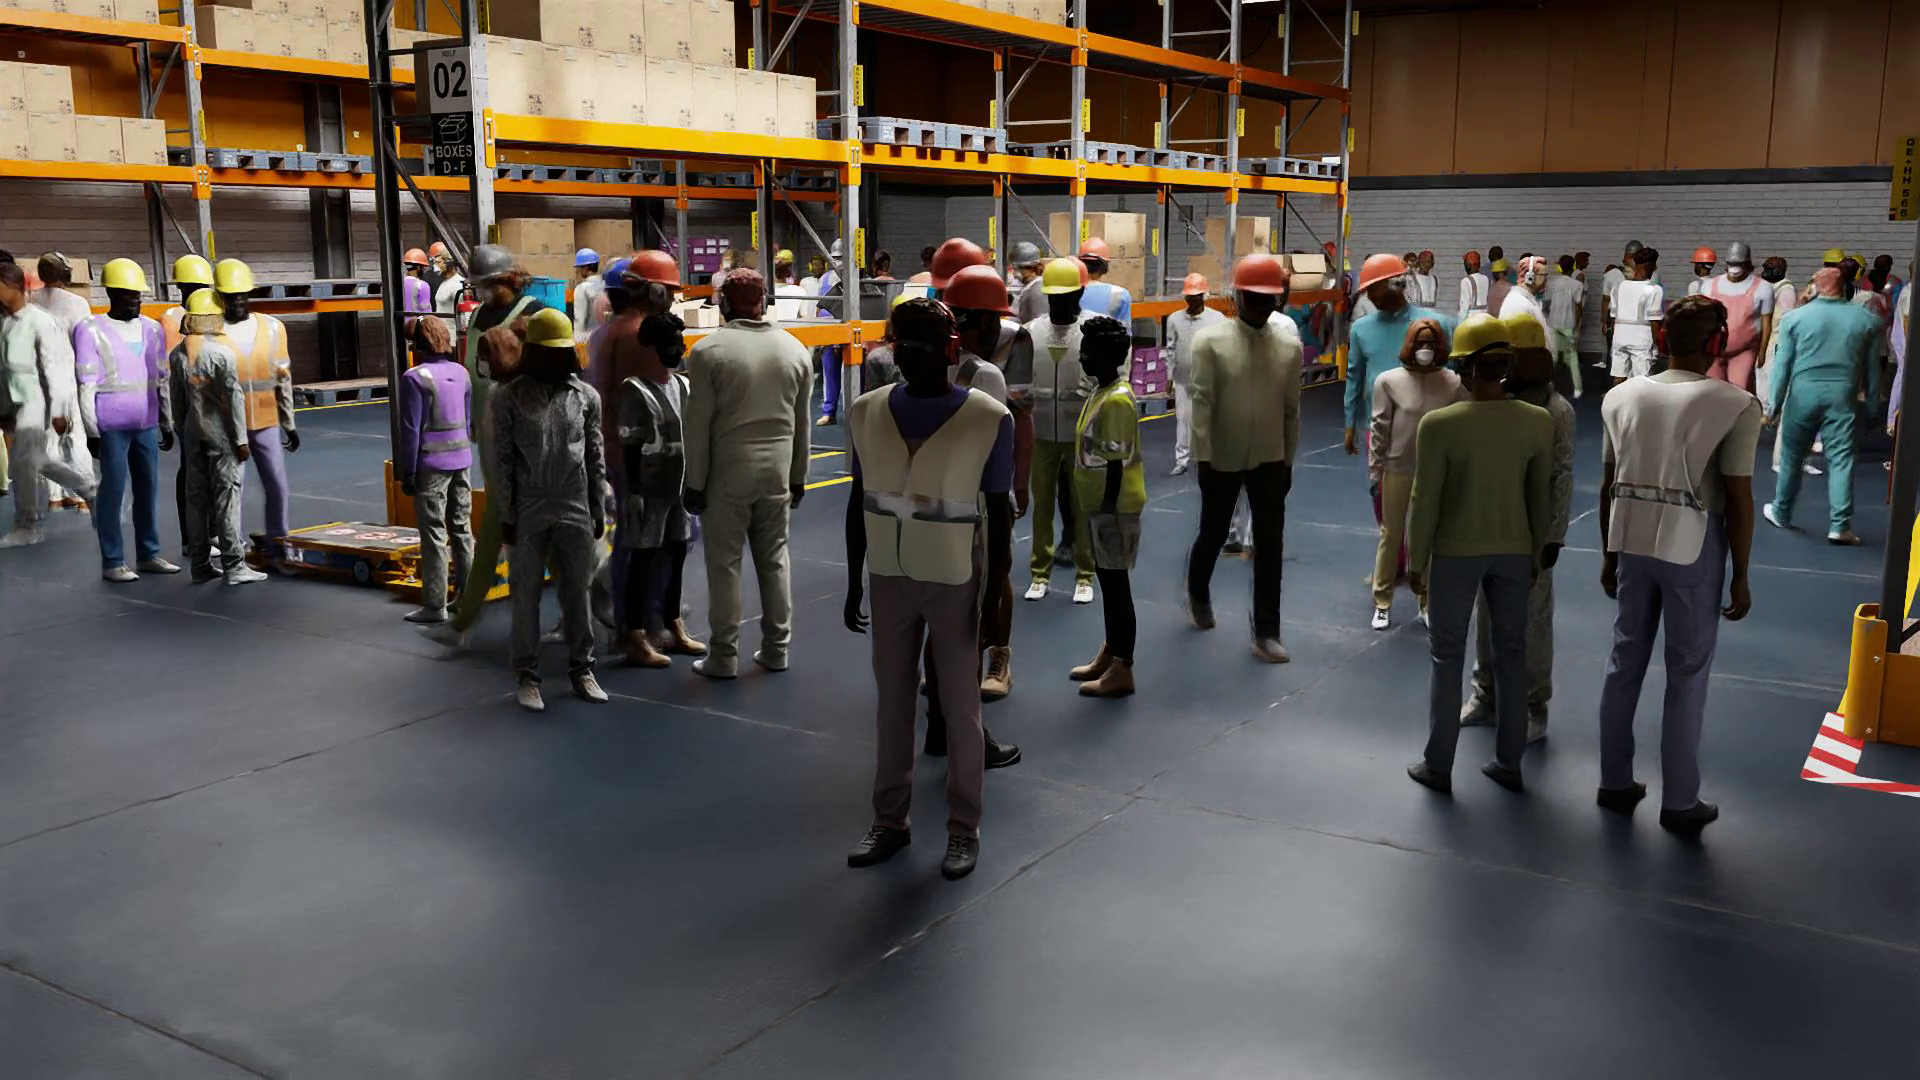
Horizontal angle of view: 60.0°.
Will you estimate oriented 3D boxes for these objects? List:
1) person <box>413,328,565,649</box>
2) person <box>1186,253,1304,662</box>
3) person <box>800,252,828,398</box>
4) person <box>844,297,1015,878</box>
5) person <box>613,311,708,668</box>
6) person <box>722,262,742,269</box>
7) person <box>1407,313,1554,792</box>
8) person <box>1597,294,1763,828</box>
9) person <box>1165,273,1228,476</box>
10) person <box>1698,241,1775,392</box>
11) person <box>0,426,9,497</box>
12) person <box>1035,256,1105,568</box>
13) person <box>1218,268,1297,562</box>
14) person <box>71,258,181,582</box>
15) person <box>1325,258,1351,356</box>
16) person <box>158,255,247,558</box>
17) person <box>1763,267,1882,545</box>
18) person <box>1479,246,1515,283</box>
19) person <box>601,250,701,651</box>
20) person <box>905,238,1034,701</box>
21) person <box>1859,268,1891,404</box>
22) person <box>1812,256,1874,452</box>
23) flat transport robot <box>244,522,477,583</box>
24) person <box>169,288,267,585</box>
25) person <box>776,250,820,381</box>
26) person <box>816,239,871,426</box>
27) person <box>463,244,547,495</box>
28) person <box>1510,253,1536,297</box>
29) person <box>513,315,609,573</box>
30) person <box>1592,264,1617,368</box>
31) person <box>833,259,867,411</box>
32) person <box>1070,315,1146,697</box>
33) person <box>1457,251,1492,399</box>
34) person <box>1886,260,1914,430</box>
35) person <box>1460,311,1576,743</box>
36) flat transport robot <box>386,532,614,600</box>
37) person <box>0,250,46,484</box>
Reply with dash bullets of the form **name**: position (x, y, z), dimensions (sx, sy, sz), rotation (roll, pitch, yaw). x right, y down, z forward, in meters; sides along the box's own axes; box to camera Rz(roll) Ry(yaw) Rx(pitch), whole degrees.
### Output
- **person**: position (-2.250, -0.238, 8.163), dimensions (0.856, 1.586, 0.511), rotation (-8, 13, -39)
- **person**: position (1.383, -0.430, 8.224), dimensions (0.605, 1.965, 0.874), rotation (-2, 10, -9)
- **person**: position (-1.797, -2.735, 21.269), dimensions (0.535, 1.867, 0.312), rotation (-1, 10, -3)
- **person**: position (-0.102, 0.148, 5.350), dimensions (0.567, 1.846, 0.389), rotation (4, 11, 20)
- **person**: position (-1.430, -0.242, 7.945), dimensions (0.320, 1.695, 0.535), rotation (6, 12, 29)
- **person**: position (-3.464, -3.421, 25.371), dimensions (0.320, 1.755, 0.559), rotation (-1, 10, -6)
- **person**: position (1.895, 0.055, 6.114), dimensions (0.527, 1.761, 0.340), rotation (-1, 10, -5)
- **person**: position (2.456, 0.078, 5.767), dimensions (0.388, 1.838, 0.561), rotation (-7, 12, -34)
- **person**: position (2.003, -1.401, 14.214), dimensions (0.566, 1.744, 0.350), rotation (6, 12, 32)
- **person**: position (7.400, -1.877, 16.028), dimensions (0.689, 2.000, 0.615), rotation (9, 13, 40)
- **person**: position (-7.707, -1.178, 12.995), dimensions (0.354, 1.739, 0.571), rotation (6, 12, 31)
- **person**: position (0.618, -0.782, 10.294), dimensions (0.574, 1.921, 0.558), rotation (8, 13, 37)
- **person**: position (1.881, -0.796, 10.535), dimensions (0.416, 1.868, 0.617), rotation (-7, 13, -36)
- **person**: position (-4.942, -0.708, 9.908), dimensions (0.396, 1.918, 0.591), rotation (5, 11, 26)
- **person**: position (5.736, -3.385, 25.180), dimensions (0.367, 1.750, 0.543), rotation (10, 14, 43)
- **person**: position (-4.877, -0.857, 10.694), dimensions (0.369, 1.925, 0.594), rotation (0, 10, 2)
- **person**: position (5.863, -0.929, 11.357), dimensions (0.736, 1.866, 0.813), rotation (3, 11, 15)
- **person**: position (8.475, -3.694, 26.399), dimensions (0.627, 1.933, 0.367), rotation (-1, 10, -4)
- **person**: position (-1.523, -0.418, 8.130), dimensions (0.470, 1.970, 0.646), rotation (-7, 13, -35)
- **person**: position (0.018, -0.302, 7.351), dimensions (0.611, 2.030, 0.410), rotation (4, 11, 20)
- **person**: position (11.348, -2.520, 20.595), dimensions (0.562, 1.681, 0.427), rotation (-5, 11, -25)
- **person**: position (8.387, -1.756, 15.824), dimensions (0.508, 1.876, 0.328), rotation (6, 12, 31)
- **flat transport robot**: position (-3.641, 0.061, 10.195), dimensions (1.431, 0.197, 0.652), rotation (6, 12, 29)
- **person**: position (-4.393, -0.606, 9.810), dimensions (0.493, 1.743, 0.295), rotation (4, 11, 20)
- **person**: position (-2.390, -3.046, 22.950), dimensions (0.603, 1.877, 0.983), rotation (9, 14, 42)
- **person**: position (-1.280, -2.242, 18.054), dimensions (0.683, 2.000, 0.537), rotation (4, 11, 20)
- **person**: position (-2.698, -0.790, 10.005), dimensions (0.716, 2.000, 0.612), rotation (9, 13, 39)
- **person**: position (8.444, -3.386, 24.979), dimensions (0.352, 1.839, 0.500), rotation (-6, 12, -29)
- **person**: position (-2.337, -0.524, 9.793), dimensions (0.614, 1.593, 0.523), rotation (0, 10, 1)
- **person**: position (10.315, -3.556, 26.454), dimensions (0.281, 1.636, 0.500), rotation (0, 10, 1)
- **person**: position (-1.119, -2.180, 18.097), dimensions (0.600, 1.906, 0.413), rotation (-5, 11, -25)
- **person**: position (0.663, -0.151, 7.439), dimensions (0.319, 1.694, 0.535), rotation (-1, 10, -3)
- **person**: position (6.428, -2.680, 20.910), dimensions (0.573, 1.887, 0.355), rotation (-9, 13, -40)
- **person**: position (10.087, -2.069, 17.670), dimensions (0.353, 1.837, 0.511), rotation (6, 12, 31)
- **person**: position (2.220, -0.047, 6.716), dimensions (0.320, 1.742, 0.492), rotation (-6, 12, -31)
- **flat transport robot**: position (-2.635, 0.120, 9.871), dimensions (0.652, 0.197, 1.431), rotation (5, 11, 26)
- **person**: position (-7.864, -1.425, 13.774), dimensions (0.611, 1.958, 0.368), rotation (-2, 10, -9)
